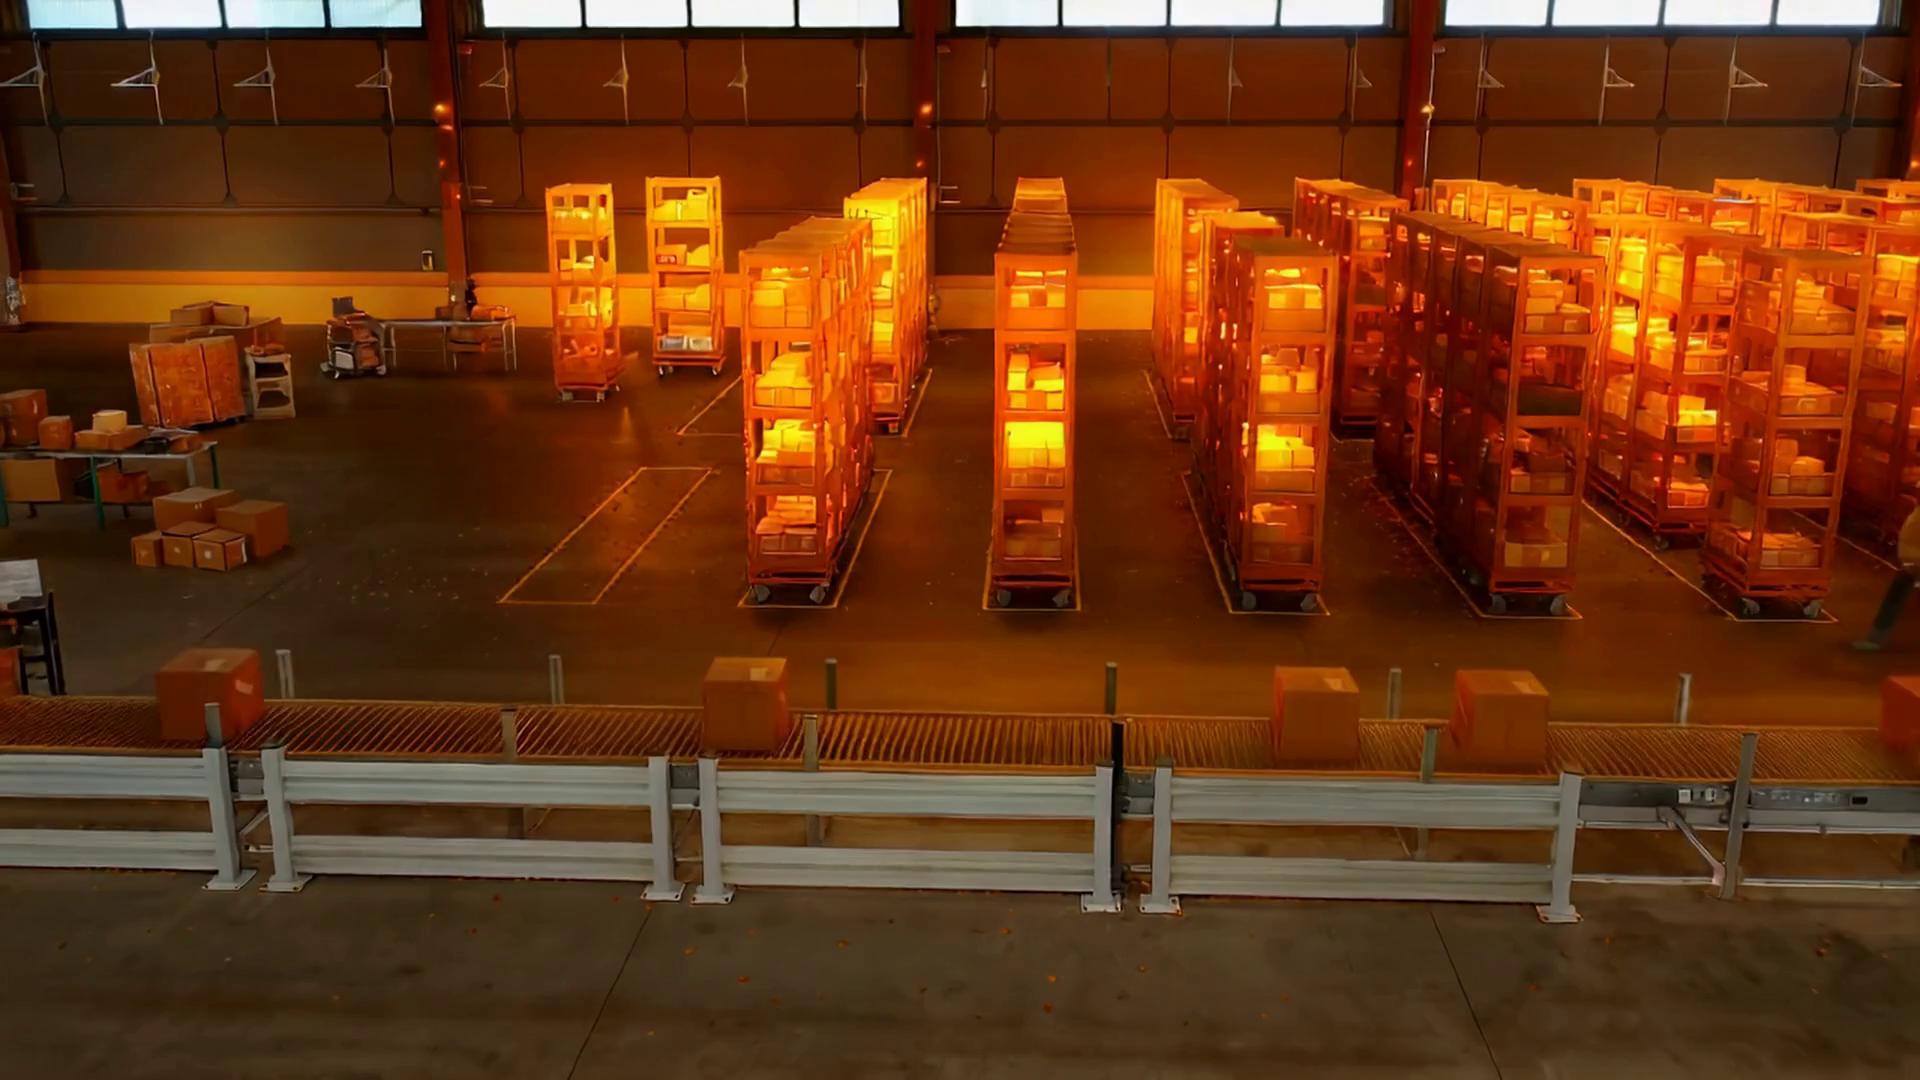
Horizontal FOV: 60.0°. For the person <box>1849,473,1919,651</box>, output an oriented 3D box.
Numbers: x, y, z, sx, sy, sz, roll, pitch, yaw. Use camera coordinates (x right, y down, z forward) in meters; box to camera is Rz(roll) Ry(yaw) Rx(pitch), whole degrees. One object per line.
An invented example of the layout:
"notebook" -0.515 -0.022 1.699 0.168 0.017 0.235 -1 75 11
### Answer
"person" 8.880 0.221 15.339 0.921 1.789 0.609 2 15 9
